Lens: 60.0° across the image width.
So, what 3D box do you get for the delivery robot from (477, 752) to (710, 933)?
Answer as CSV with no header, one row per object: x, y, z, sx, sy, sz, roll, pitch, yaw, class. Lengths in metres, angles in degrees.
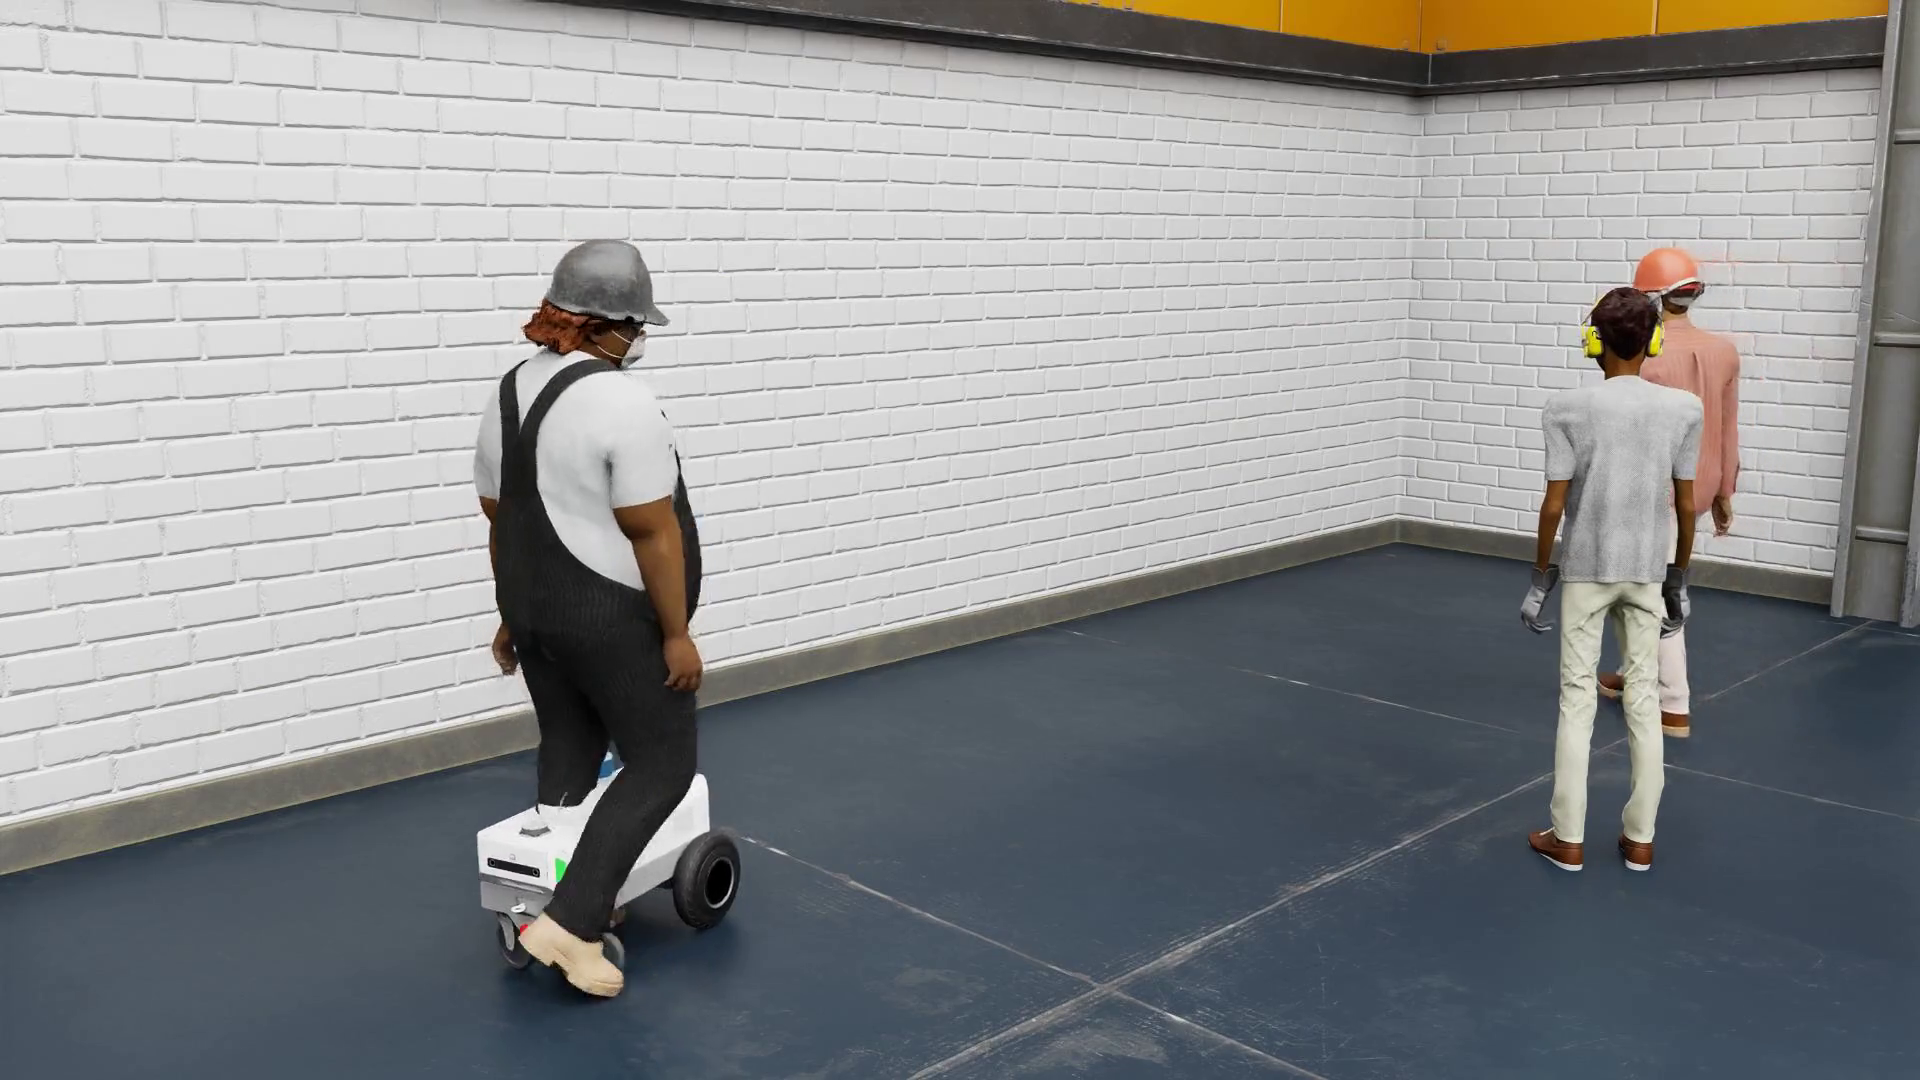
-1.032,0.845,4.734,0.477,0.478,0.707,5,12,27,delivery robot

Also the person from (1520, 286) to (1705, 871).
2.060,0.135,5.295,0.518,1.865,0.328,1,10,4,person

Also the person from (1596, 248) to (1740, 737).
2.839,-0.217,6.914,0.644,1.959,0.822,-4,11,-20,person

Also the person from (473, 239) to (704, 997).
-0.993,0.194,4.488,0.738,2.000,0.602,9,14,41,person
